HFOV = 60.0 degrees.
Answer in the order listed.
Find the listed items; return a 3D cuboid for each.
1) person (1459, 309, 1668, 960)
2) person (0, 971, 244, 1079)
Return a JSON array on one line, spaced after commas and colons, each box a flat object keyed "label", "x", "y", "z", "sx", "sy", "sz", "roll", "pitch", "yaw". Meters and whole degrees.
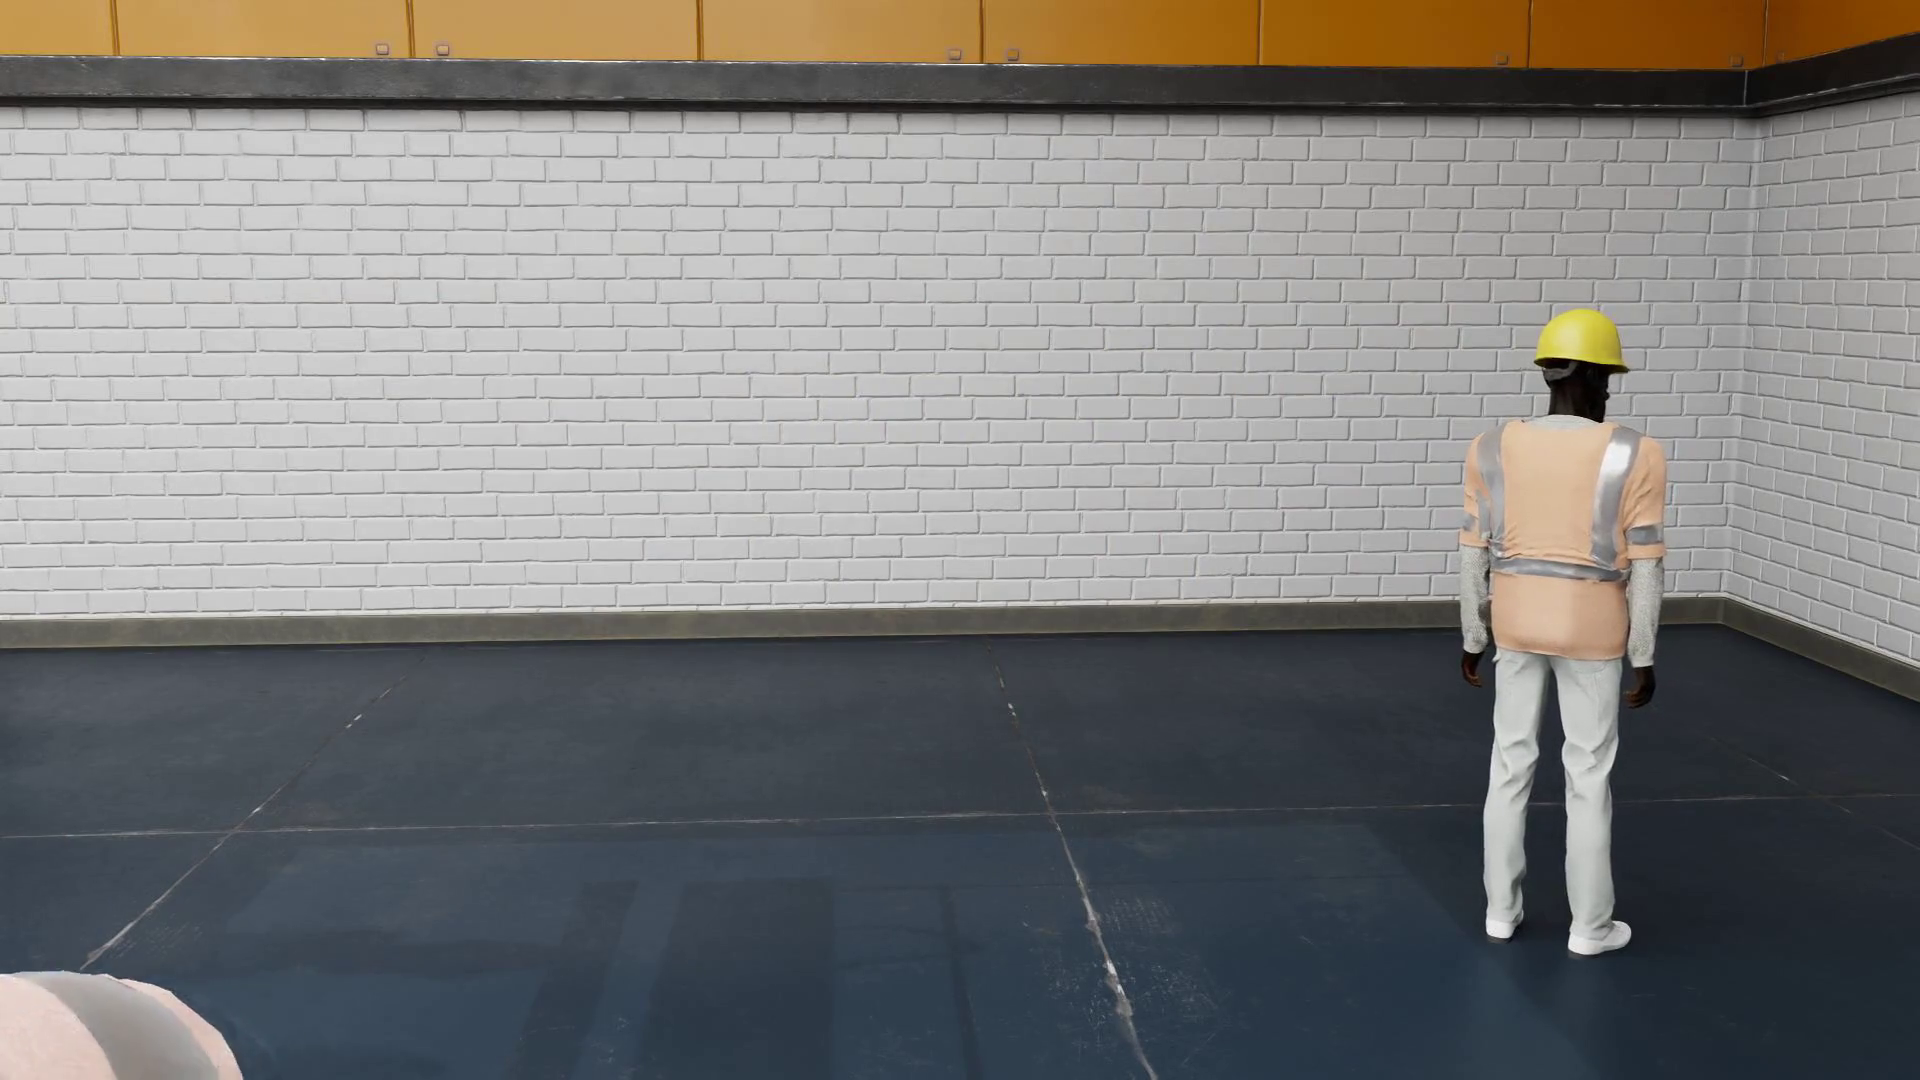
[{"label": "person", "x": 1.785, "y": 0.281, "z": 4.964, "sx": 0.587, "sy": 1.922, "sz": 0.383, "roll": 7, "pitch": 11, "yaw": 36}, {"label": "person", "x": -0.819, "y": 0.955, "z": 1.127, "sx": 0.936, "sy": 1.794, "sz": 0.638, "roll": 4, "pitch": 10, "yaw": 22}]
